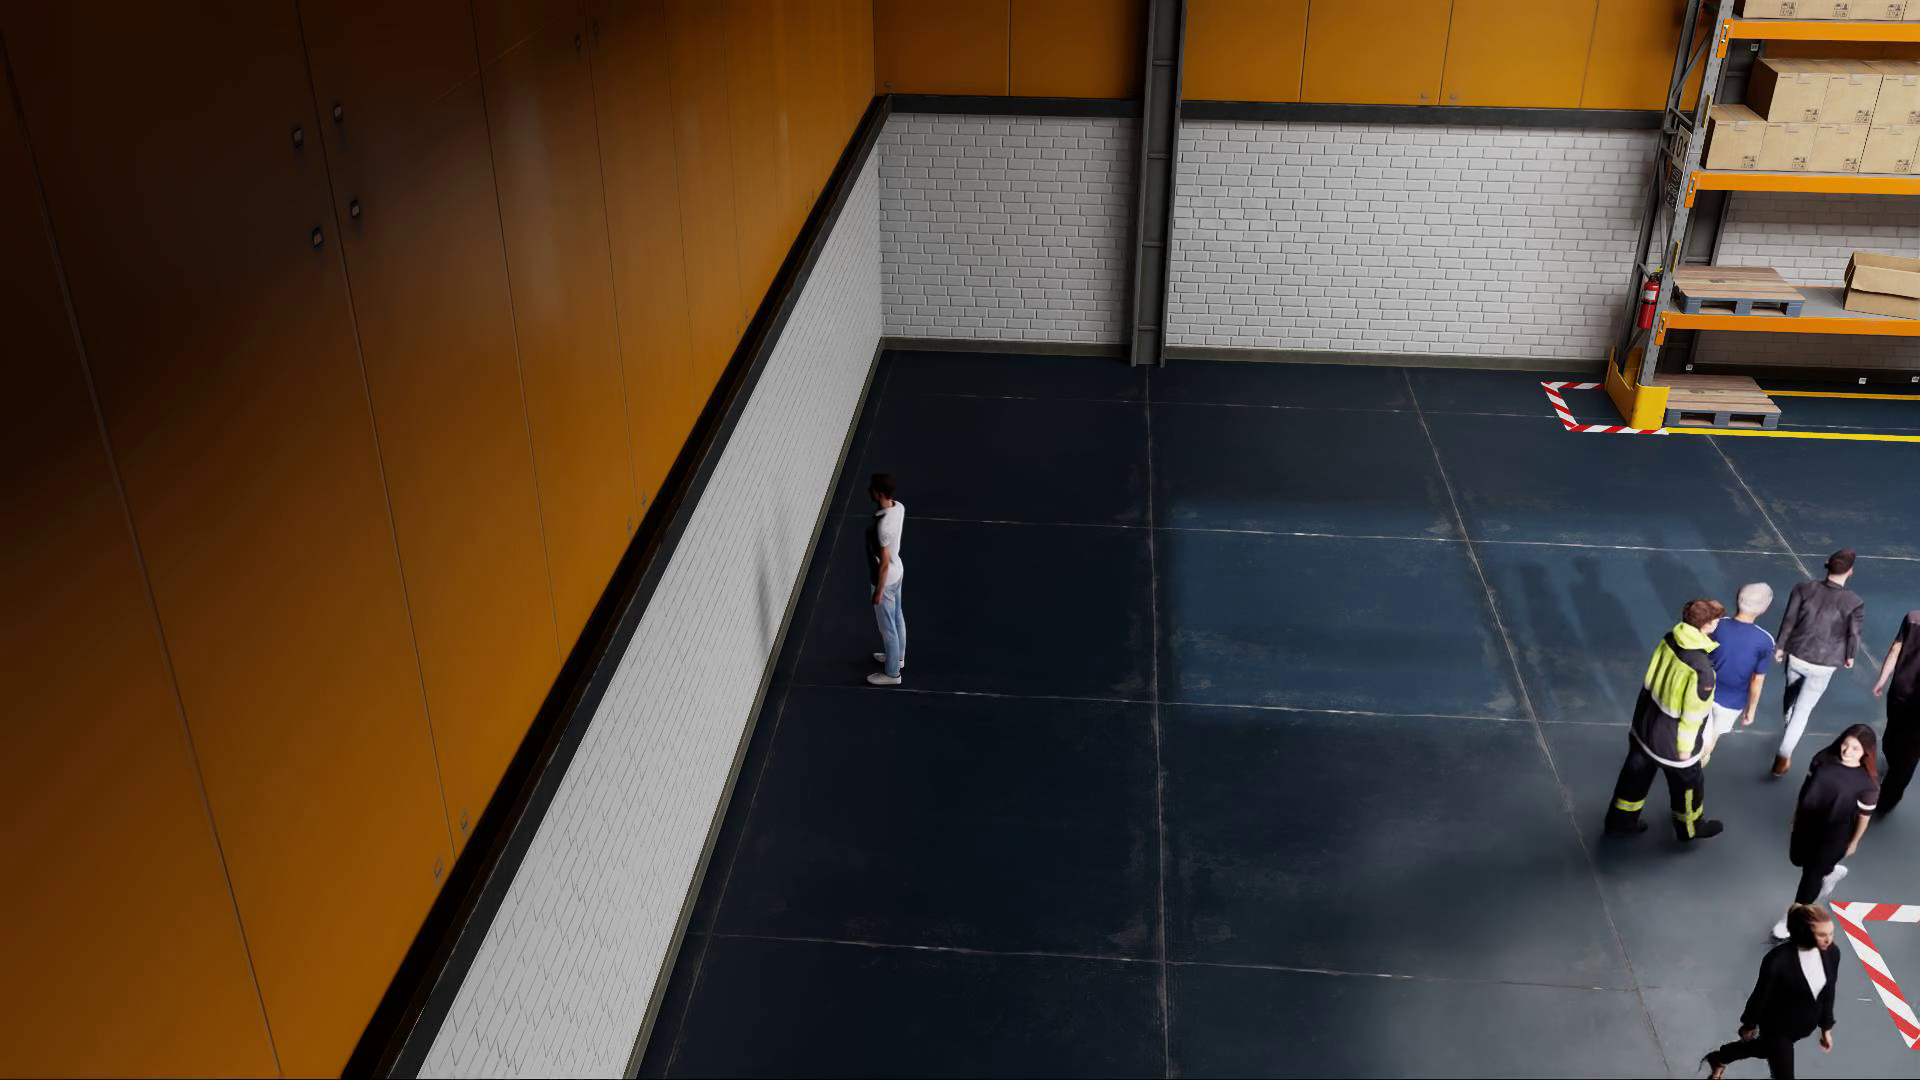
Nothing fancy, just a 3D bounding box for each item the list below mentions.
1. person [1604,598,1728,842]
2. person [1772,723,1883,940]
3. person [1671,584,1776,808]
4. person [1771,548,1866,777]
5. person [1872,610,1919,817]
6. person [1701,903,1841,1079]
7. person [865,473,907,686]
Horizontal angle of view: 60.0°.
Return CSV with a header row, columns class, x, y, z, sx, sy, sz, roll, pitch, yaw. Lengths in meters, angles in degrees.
class,x,y,z,sx,sy,sz,roll,pitch,yaw
person,4.813,1.271,11.470,1.122,1.955,0.938,-4,29,-8
person,5.648,1.834,10.782,1.022,1.625,0.912,-17,33,-28
person,5.383,1.179,11.823,1.183,1.778,1.040,12,31,21
person,6.243,0.933,12.251,1.154,1.801,1.138,23,36,35
person,6.819,1.154,11.841,1.222,1.806,1.218,23,36,35
person,4.523,2.651,9.248,1.131,1.660,0.986,-10,30,-17
person,-0.581,0.298,13.361,0.566,1.852,0.664,5,29,10
